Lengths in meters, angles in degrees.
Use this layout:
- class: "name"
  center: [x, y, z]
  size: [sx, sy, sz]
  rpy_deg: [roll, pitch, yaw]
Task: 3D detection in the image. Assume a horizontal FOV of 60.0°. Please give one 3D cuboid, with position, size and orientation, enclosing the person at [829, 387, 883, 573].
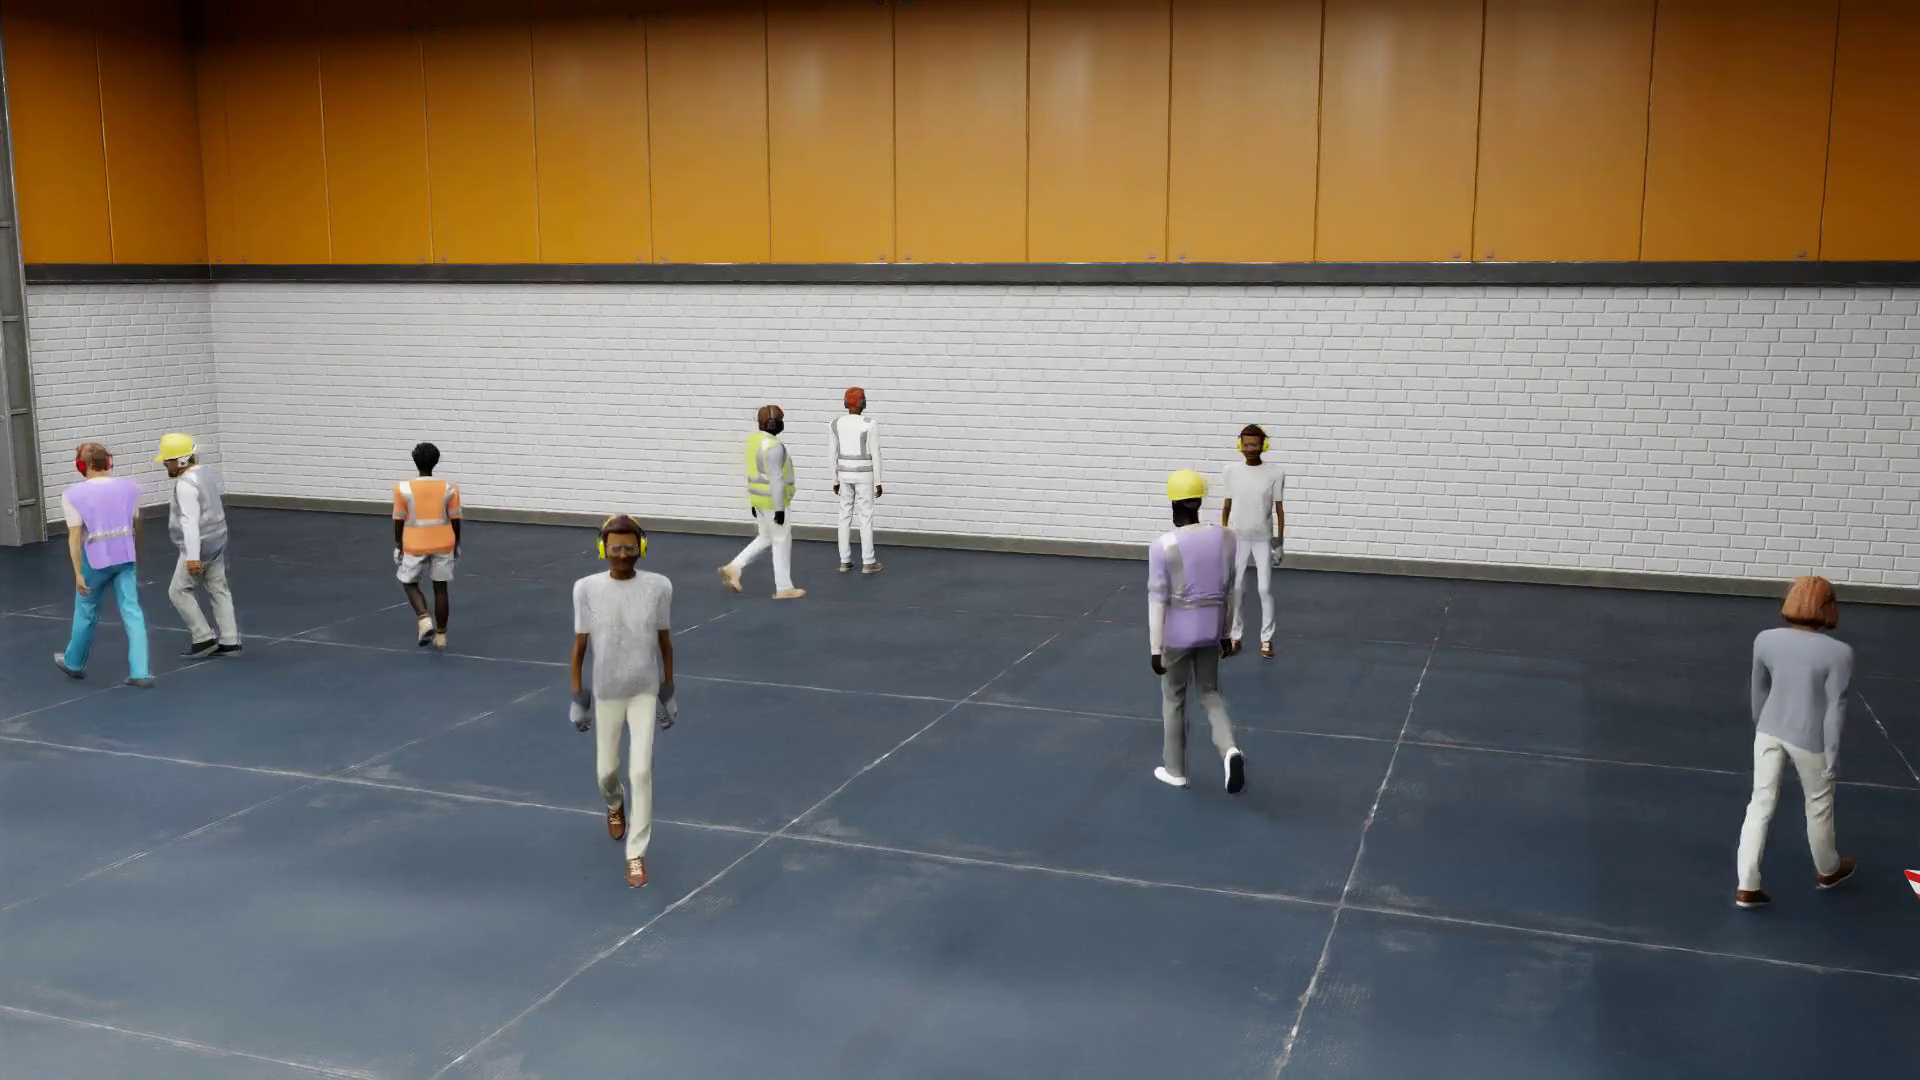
- class: "person"
  center: [-1.042, -0.604, 16.805]
  size: [0.574, 1.884, 0.356]
  rpy_deg: [4, 10, 22]

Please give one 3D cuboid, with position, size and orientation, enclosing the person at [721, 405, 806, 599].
- class: "person"
  center: [-1.814, -0.341, 15.369]
  size: [0.694, 1.823, 0.631]
  rpy_deg: [-5, 10, -26]

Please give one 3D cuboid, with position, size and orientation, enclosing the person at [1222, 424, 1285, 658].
- class: "person"
  center: [2.308, 0.008, 13.108]
  size: [0.518, 1.858, 0.340]
  rpy_deg: [4, 10, 23]

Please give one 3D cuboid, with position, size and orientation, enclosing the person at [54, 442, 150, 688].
- class: "person"
  center: [-6.318, 0.177, 12.232]
  size: [0.973, 1.789, 0.580]
  rpy_deg: [7, 11, 36]

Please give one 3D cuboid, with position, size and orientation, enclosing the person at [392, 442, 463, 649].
- class: "person"
  center: [-4.247, 0.059, 13.308]
  size: [0.553, 1.683, 0.403]
  rpy_deg: [-5, 10, -29]

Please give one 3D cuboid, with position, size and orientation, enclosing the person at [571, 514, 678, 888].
- class: "person"
  center: [-1.708, 0.761, 8.457]
  size: [0.527, 1.850, 0.789]
  rpy_deg: [-2, 9, -12]

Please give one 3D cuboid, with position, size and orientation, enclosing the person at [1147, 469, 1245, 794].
- class: "person"
  center: [1.365, 0.543, 9.611]
  size: [0.612, 1.909, 0.672]
  rpy_deg: [-4, 10, -23]

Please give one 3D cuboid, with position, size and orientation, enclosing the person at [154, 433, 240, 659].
- class: "person"
  center: [-5.945, 0.057, 12.970]
  size: [0.536, 1.791, 0.692]
  rpy_deg: [-1, 9, -6]

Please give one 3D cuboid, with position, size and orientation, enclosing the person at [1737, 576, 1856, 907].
- class: "person"
  center: [4.044, 0.956, 8.008]
  size: [0.847, 1.583, 0.520]
  rpy_deg: [-7, 11, -35]
